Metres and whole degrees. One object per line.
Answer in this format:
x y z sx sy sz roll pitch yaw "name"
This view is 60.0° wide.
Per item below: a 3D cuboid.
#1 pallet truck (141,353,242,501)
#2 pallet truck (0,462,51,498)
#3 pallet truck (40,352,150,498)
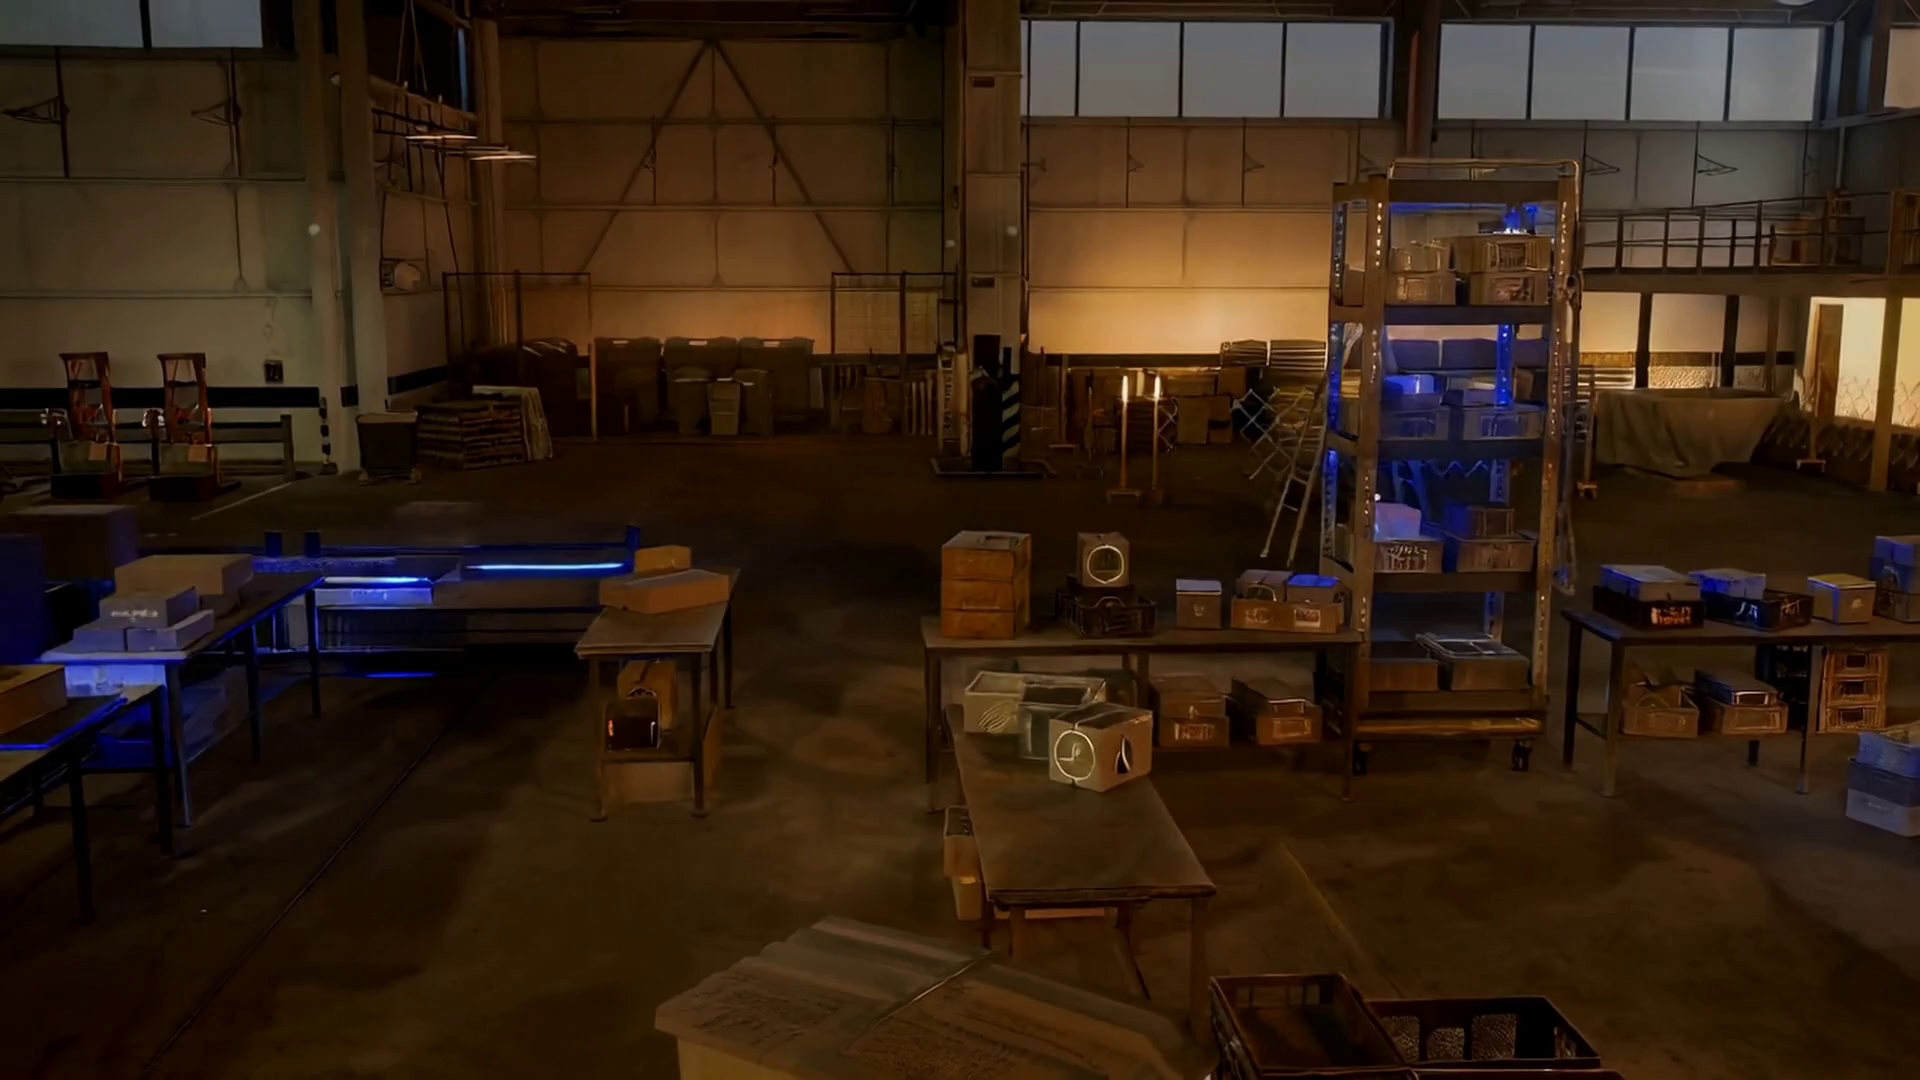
-10.520 -1.604 22.925 0.823 1.965 1.885 -1 9 -6 "pallet truck"
-13.193 -1.293 23.148 0.653 1.274 1.630 -1 9 -4 "pallet truck"
-11.907 -1.642 23.165 0.823 1.965 1.885 0 9 0 "pallet truck"
